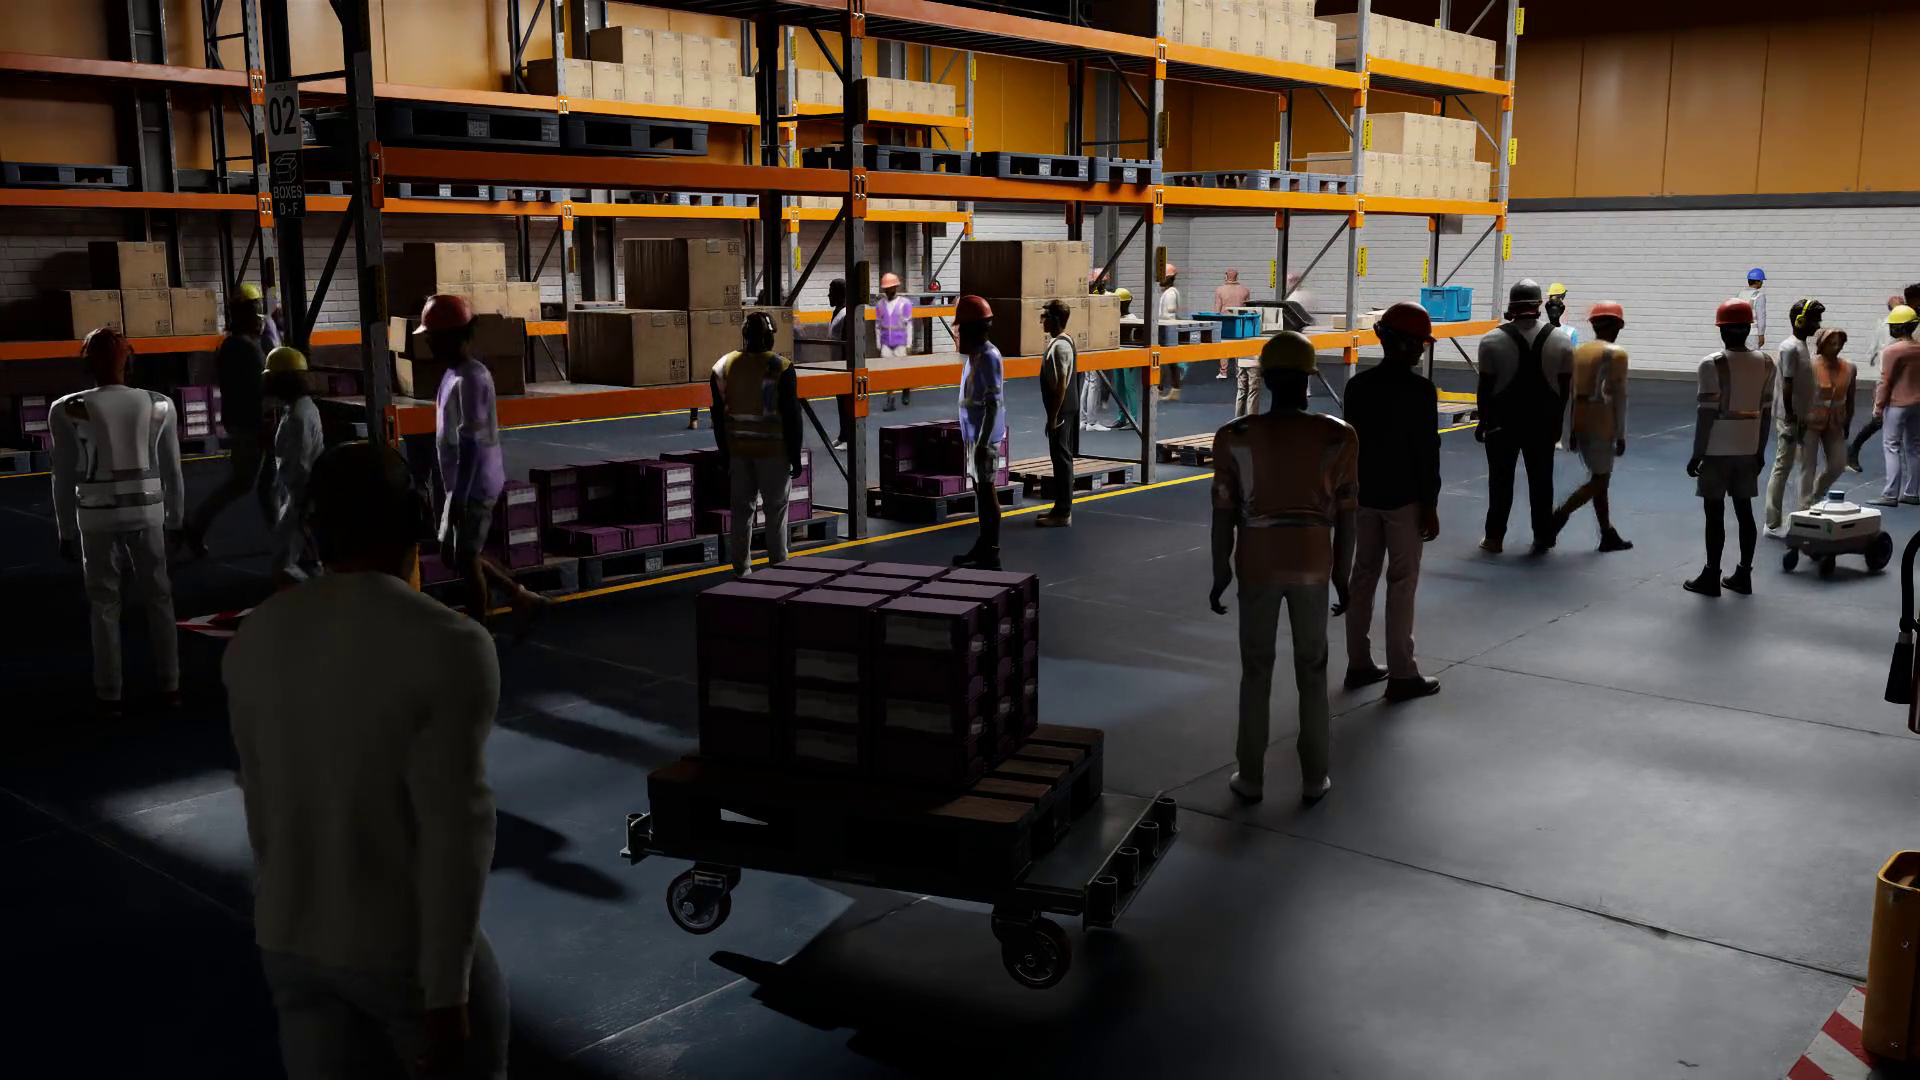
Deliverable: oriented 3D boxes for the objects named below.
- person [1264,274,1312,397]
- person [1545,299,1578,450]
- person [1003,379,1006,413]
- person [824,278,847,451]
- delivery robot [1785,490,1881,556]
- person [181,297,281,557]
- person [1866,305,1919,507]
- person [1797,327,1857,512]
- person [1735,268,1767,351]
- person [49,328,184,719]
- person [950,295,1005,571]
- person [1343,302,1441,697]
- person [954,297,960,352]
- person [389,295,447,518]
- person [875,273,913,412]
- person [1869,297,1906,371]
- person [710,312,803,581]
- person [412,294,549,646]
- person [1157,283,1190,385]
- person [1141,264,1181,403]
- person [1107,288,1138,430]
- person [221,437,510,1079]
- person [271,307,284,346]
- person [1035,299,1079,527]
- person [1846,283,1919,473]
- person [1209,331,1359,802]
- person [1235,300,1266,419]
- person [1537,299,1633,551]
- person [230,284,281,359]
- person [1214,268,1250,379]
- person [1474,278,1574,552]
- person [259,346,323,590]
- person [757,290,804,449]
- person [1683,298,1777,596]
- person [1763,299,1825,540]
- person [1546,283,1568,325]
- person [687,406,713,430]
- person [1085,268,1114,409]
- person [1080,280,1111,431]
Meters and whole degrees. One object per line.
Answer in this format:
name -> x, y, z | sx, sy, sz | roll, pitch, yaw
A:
person -> 5.032, -3.128, 25.439 | 0.974, 1.855, 0.681 | 8, 13, 40
person -> 6.606, -1.846, 18.596 | 0.540, 1.695, 0.317 | 3, 10, 18
person -> 0.466, -2.440, 22.318 | 0.512, 1.589, 0.839 | 5, 11, 28
person -> -1.300, -1.956, 18.588 | 0.390, 1.920, 0.587 | -3, 10, -17
delivery robot -> 6.124, -0.103, 11.656 | 0.707, 0.478, 0.477 | -7, 12, -34
person -> -5.293, -0.816, 12.152 | 0.899, 1.908, 0.646 | -7, 12, -33
person -> 8.243, -1.173, 14.609 | 0.528, 1.757, 0.371 | -5, 11, -25
person -> 6.986, -0.914, 13.500 | 0.521, 1.631, 0.394 | 0, 10, -1
person -> 12.021, -3.150, 25.303 | 0.393, 1.946, 0.617 | -2, 10, -14
person -> -4.046, -0.080, 8.036 | 0.577, 1.879, 0.347 | -9, 13, -41
person -> 0.121, -0.731, 11.591 | 0.374, 1.928, 0.542 | -1, 10, -7
person -> 2.202, -0.206, 8.437 | 0.392, 1.985, 0.609 | -6, 12, -31
person -> 0.236, -2.564, 21.843 | 0.622, 1.990, 0.398 | 0, 10, -2
person -> -3.907, -0.855, 12.351 | 0.637, 1.911, 0.406 | 5, 11, 28
person -> -0.902, -2.742, 23.067 | 0.560, 1.918, 0.558 | 3, 11, 19
person -> 12.400, -2.430, 22.159 | 0.528, 1.598, 0.801 | 2, 10, 11
person -> -1.308, -0.574, 10.942 | 0.636, 1.842, 0.429 | 4, 11, 22
person -> -2.583, -0.306, 8.936 | 0.611, 2.022, 0.605 | -5, 11, -28
person -> 3.415, -3.440, 27.297 | 0.599, 1.829, 0.568 | -3, 10, -17
person -> 2.988, -3.006, 24.294 | 0.505, 2.043, 0.622 | 2, 10, 11
person -> 2.026, -2.245, 20.697 | 0.339, 1.760, 0.527 | -4, 11, -24
person -> -1.129, 0.770, 3.122 | 0.646, 1.895, 0.605 | 3, 11, 19
person -> -7.270, -1.683, 17.883 | 0.491, 1.626, 0.282 | 6, 12, 31
person -> 0.785, -1.024, 13.494 | 0.343, 1.847, 0.506 | 2, 10, 9
person -> 9.223, -1.568, 16.377 | 0.616, 1.931, 0.961 | -4, 11, -23
person -> 1.310, 0.117, 6.779 | 0.588, 1.923, 0.383 | 1, 10, 7
person -> 3.535, -2.089, 20.169 | 0.313, 1.633, 0.516 | -5, 11, -28
person -> 4.642, -0.825, 12.280 | 0.825, 1.886, 0.578 | -3, 10, -18
person -> -7.096, -1.647, 16.903 | 0.687, 1.887, 0.608 | -8, 13, -38
person -> 4.667, -3.728, 28.715 | 0.648, 1.907, 0.401 | -2, 10, -10
person -> 4.156, -0.925, 12.373 | 0.680, 2.000, 0.536 | 1, 10, 5
person -> -3.622, -0.189, 9.065 | 0.356, 1.725, 0.499 | -3, 10, -17
person -> -1.715, -1.254, 14.644 | 0.656, 1.896, 0.957 | 7, 12, 35
person -> 4.993, -0.602, 10.837 | 0.550, 1.933, 0.370 | -2, 10, -13
person -> 6.478, -0.933, 12.928 | 0.327, 1.865, 0.520 | 6, 11, 30
person -> 8.419, -2.742, 23.508 | 0.327, 1.765, 0.529 | 1, 10, 5
person -> -3.233, -2.219, 20.715 | 0.529, 1.697, 0.321 | -3, 10, -17
person -> 1.970, -2.857, 23.595 | 0.632, 1.951, 0.889 | -1, 10, -4
person -> 1.663, -2.272, 20.545 | 0.321, 1.866, 0.532 | -3, 10, -15
